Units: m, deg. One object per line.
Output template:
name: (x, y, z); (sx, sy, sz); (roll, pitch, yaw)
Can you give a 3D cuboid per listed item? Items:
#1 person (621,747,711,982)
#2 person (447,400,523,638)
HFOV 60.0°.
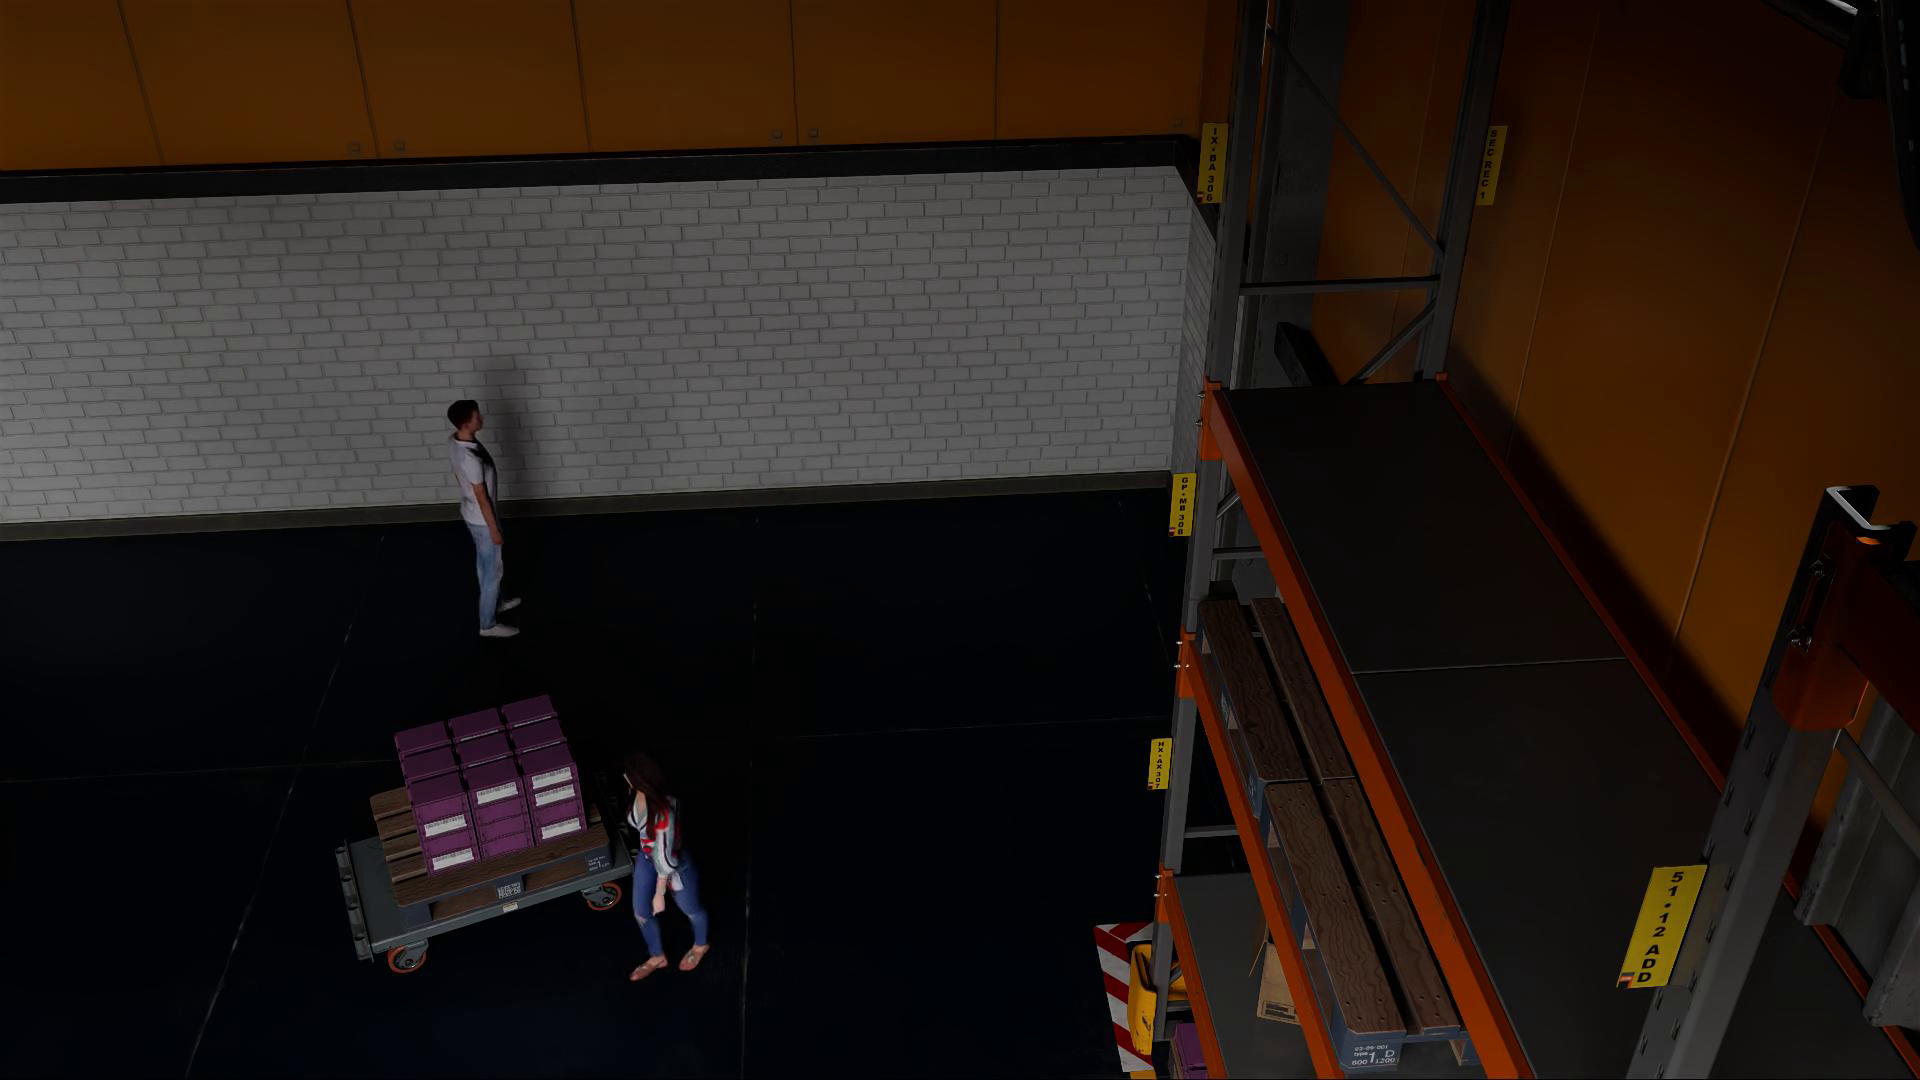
person: (-1.569, 1.758, 9.269); (0.817, 1.595, 0.876); (24, 40, 31)
person: (-3.450, -0.172, 11.933); (0.832, 1.862, 0.726); (-18, 38, -25)
